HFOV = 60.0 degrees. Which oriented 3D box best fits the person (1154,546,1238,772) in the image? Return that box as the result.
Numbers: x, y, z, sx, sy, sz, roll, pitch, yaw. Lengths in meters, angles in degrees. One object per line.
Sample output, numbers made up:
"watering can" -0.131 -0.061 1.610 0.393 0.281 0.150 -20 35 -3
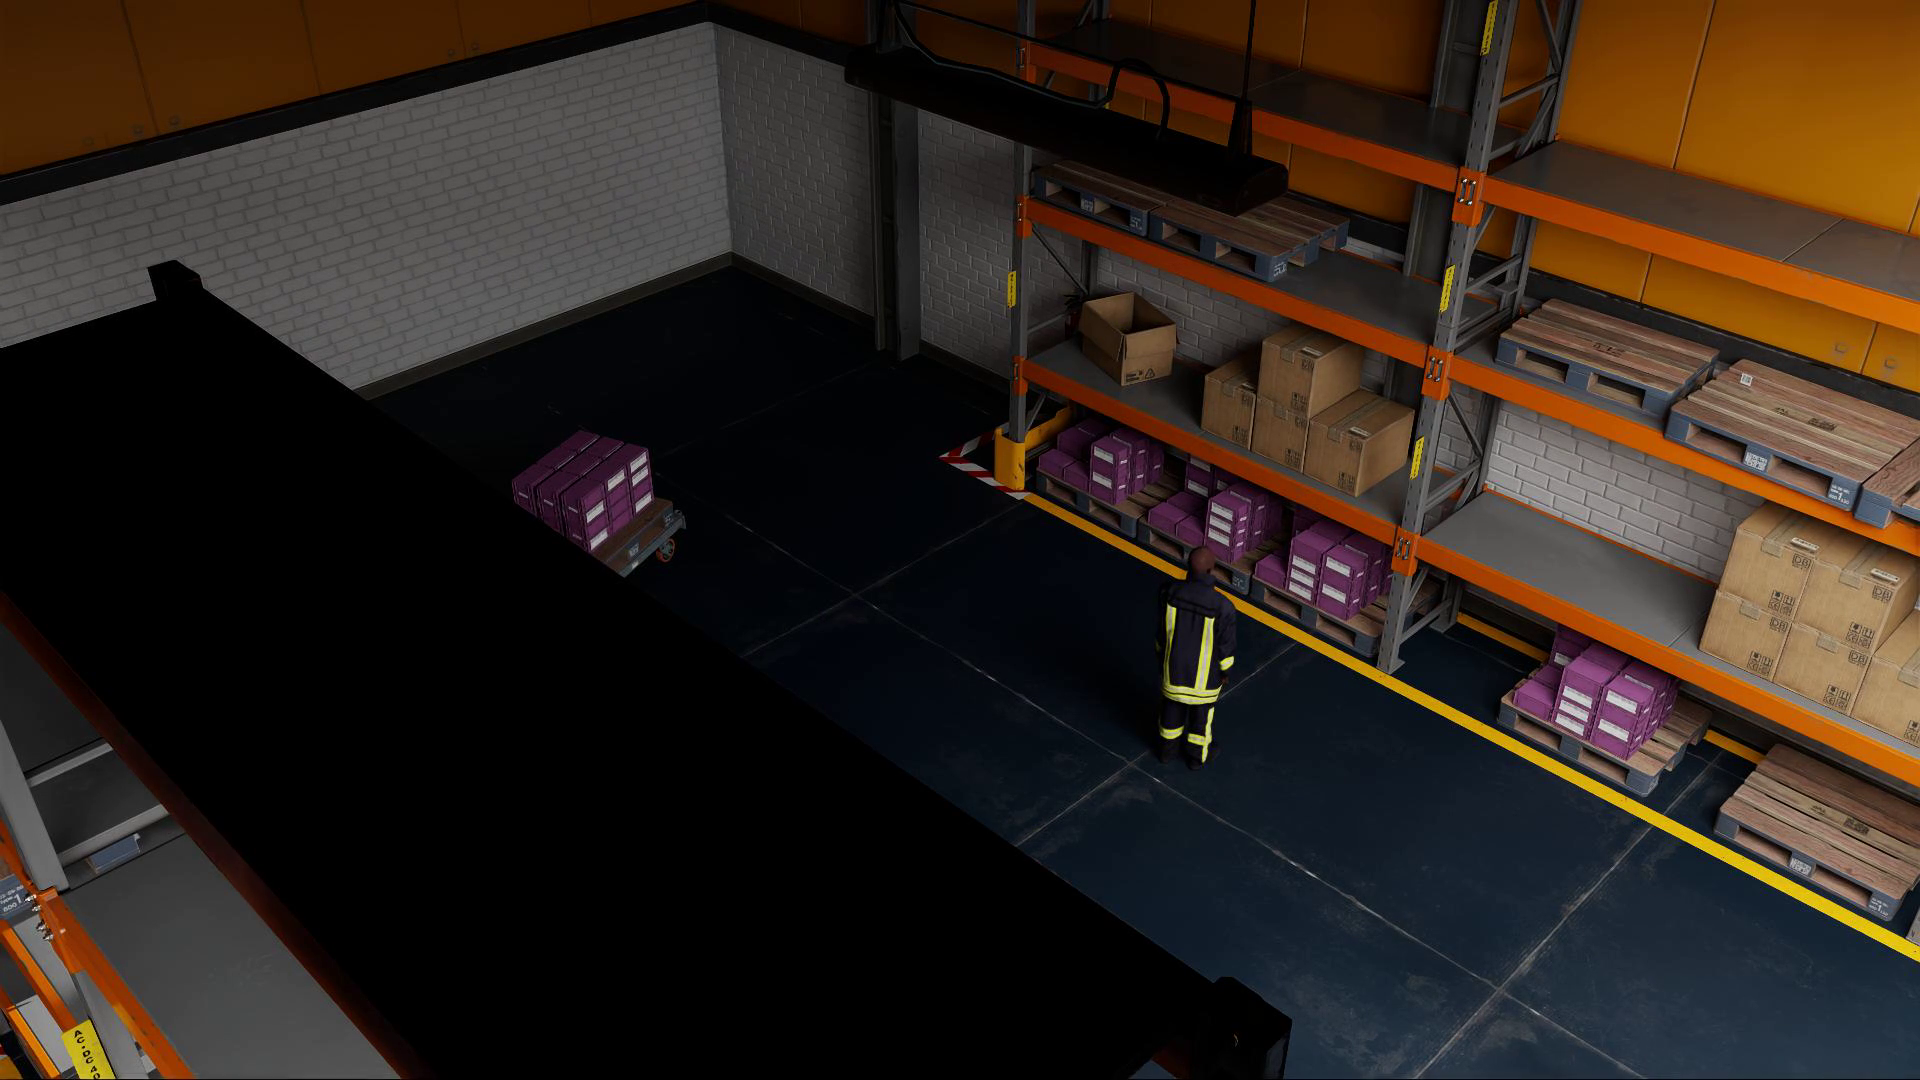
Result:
"person" 1.640 0.822 11.717 0.721 1.821 0.884 16 37 23
